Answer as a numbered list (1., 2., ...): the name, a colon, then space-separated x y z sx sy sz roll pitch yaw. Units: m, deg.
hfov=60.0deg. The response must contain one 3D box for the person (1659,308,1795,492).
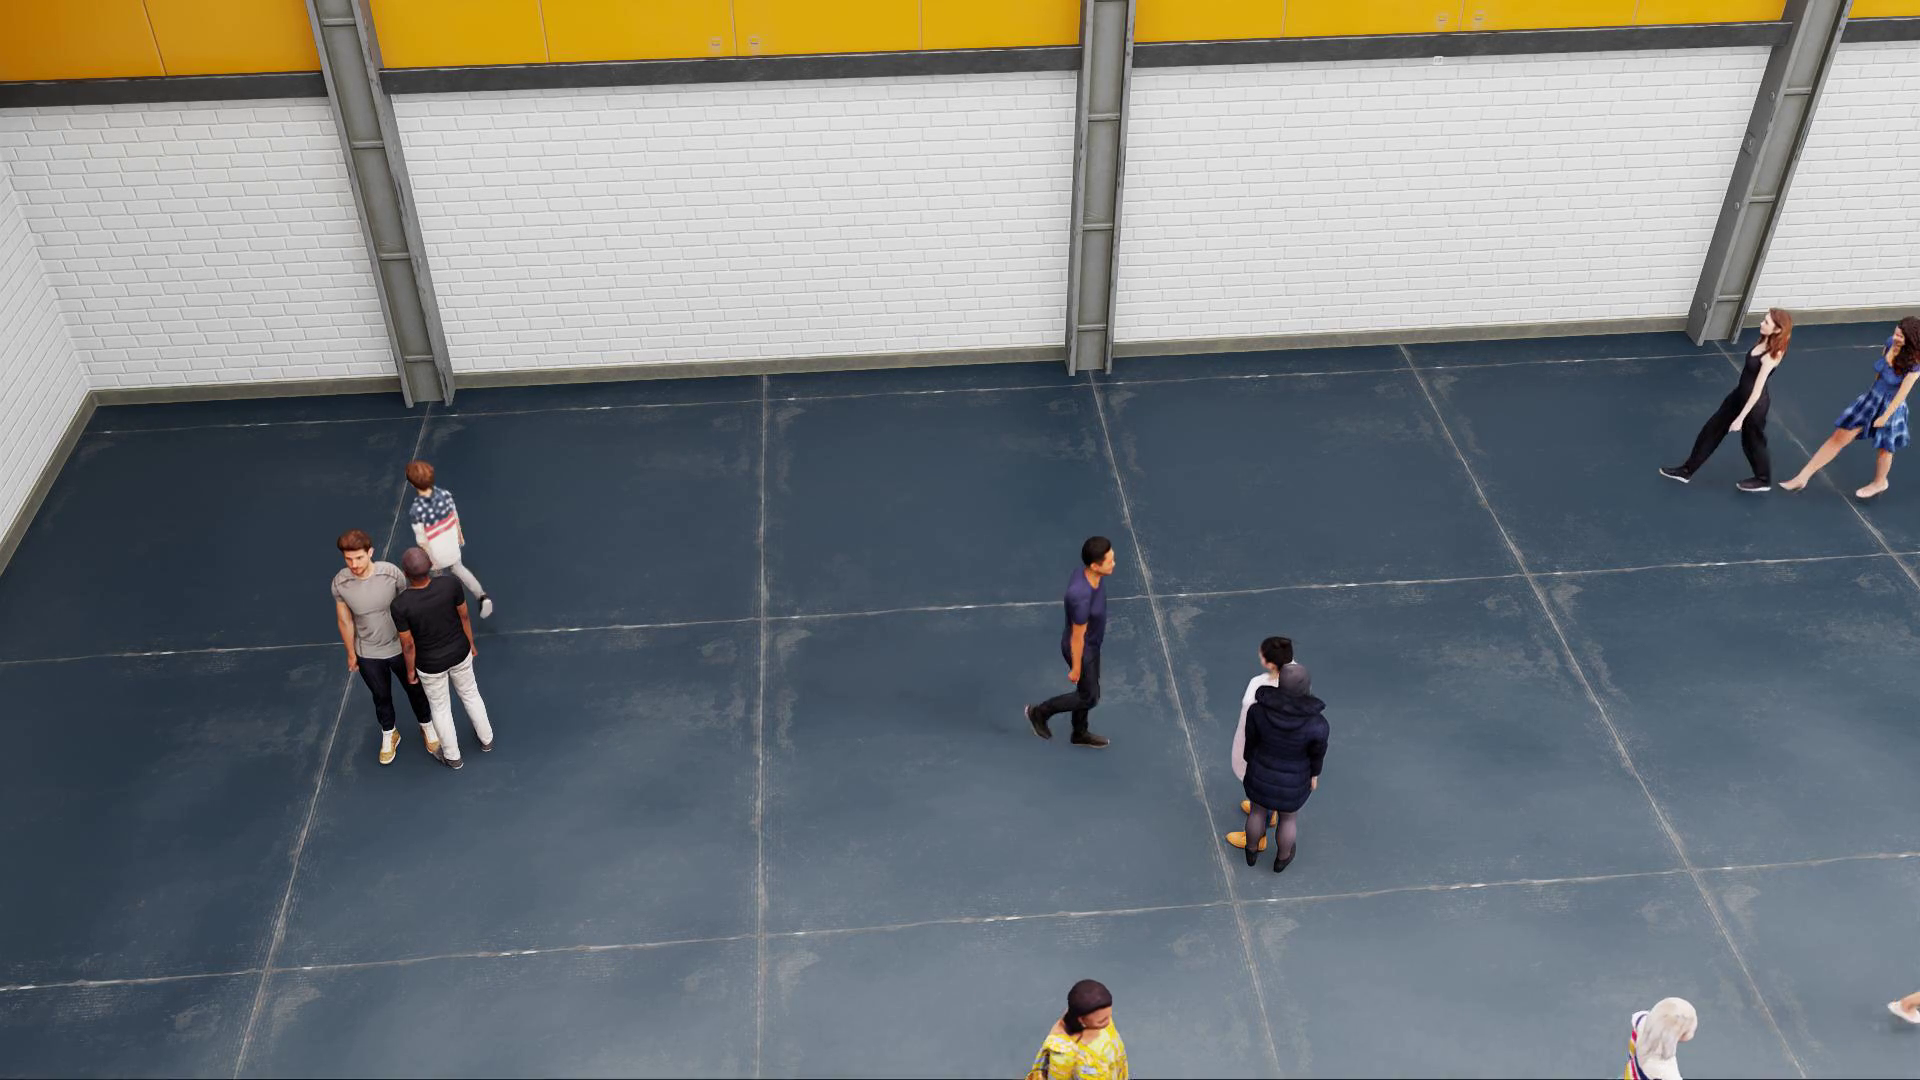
1. person: 6.466 -1.065 13.414 1.176 1.695 0.776 5 39 6

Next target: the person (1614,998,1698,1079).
1. person: 3.298 2.899 8.391 1.052 1.769 0.677 -2 39 -3

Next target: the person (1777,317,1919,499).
1. person: 7.414 -0.990 13.274 1.162 1.752 0.701 -4 39 -6

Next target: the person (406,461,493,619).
1. person: -3.791 0.048 12.235 0.886 1.427 0.806 26 45 29

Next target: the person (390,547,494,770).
1. person: -3.430 0.778 11.017 0.732 1.805 0.818 -29 47 -31

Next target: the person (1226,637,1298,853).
1. person: 1.950 1.256 10.467 0.818 1.745 0.800 19 42 22

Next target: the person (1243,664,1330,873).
1. person: 1.983 1.419 10.321 0.734 1.672 0.838 14 41 16

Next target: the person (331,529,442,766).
1. person: -3.827 0.688 11.059 0.558 1.894 0.764 -10 40 -13

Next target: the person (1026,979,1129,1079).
1. person: 0.529 2.785 8.652 1.116 1.621 0.959 14 41 17

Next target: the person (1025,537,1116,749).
1. person: 0.738 0.702 11.141 0.931 1.770 0.820 11 40 13
